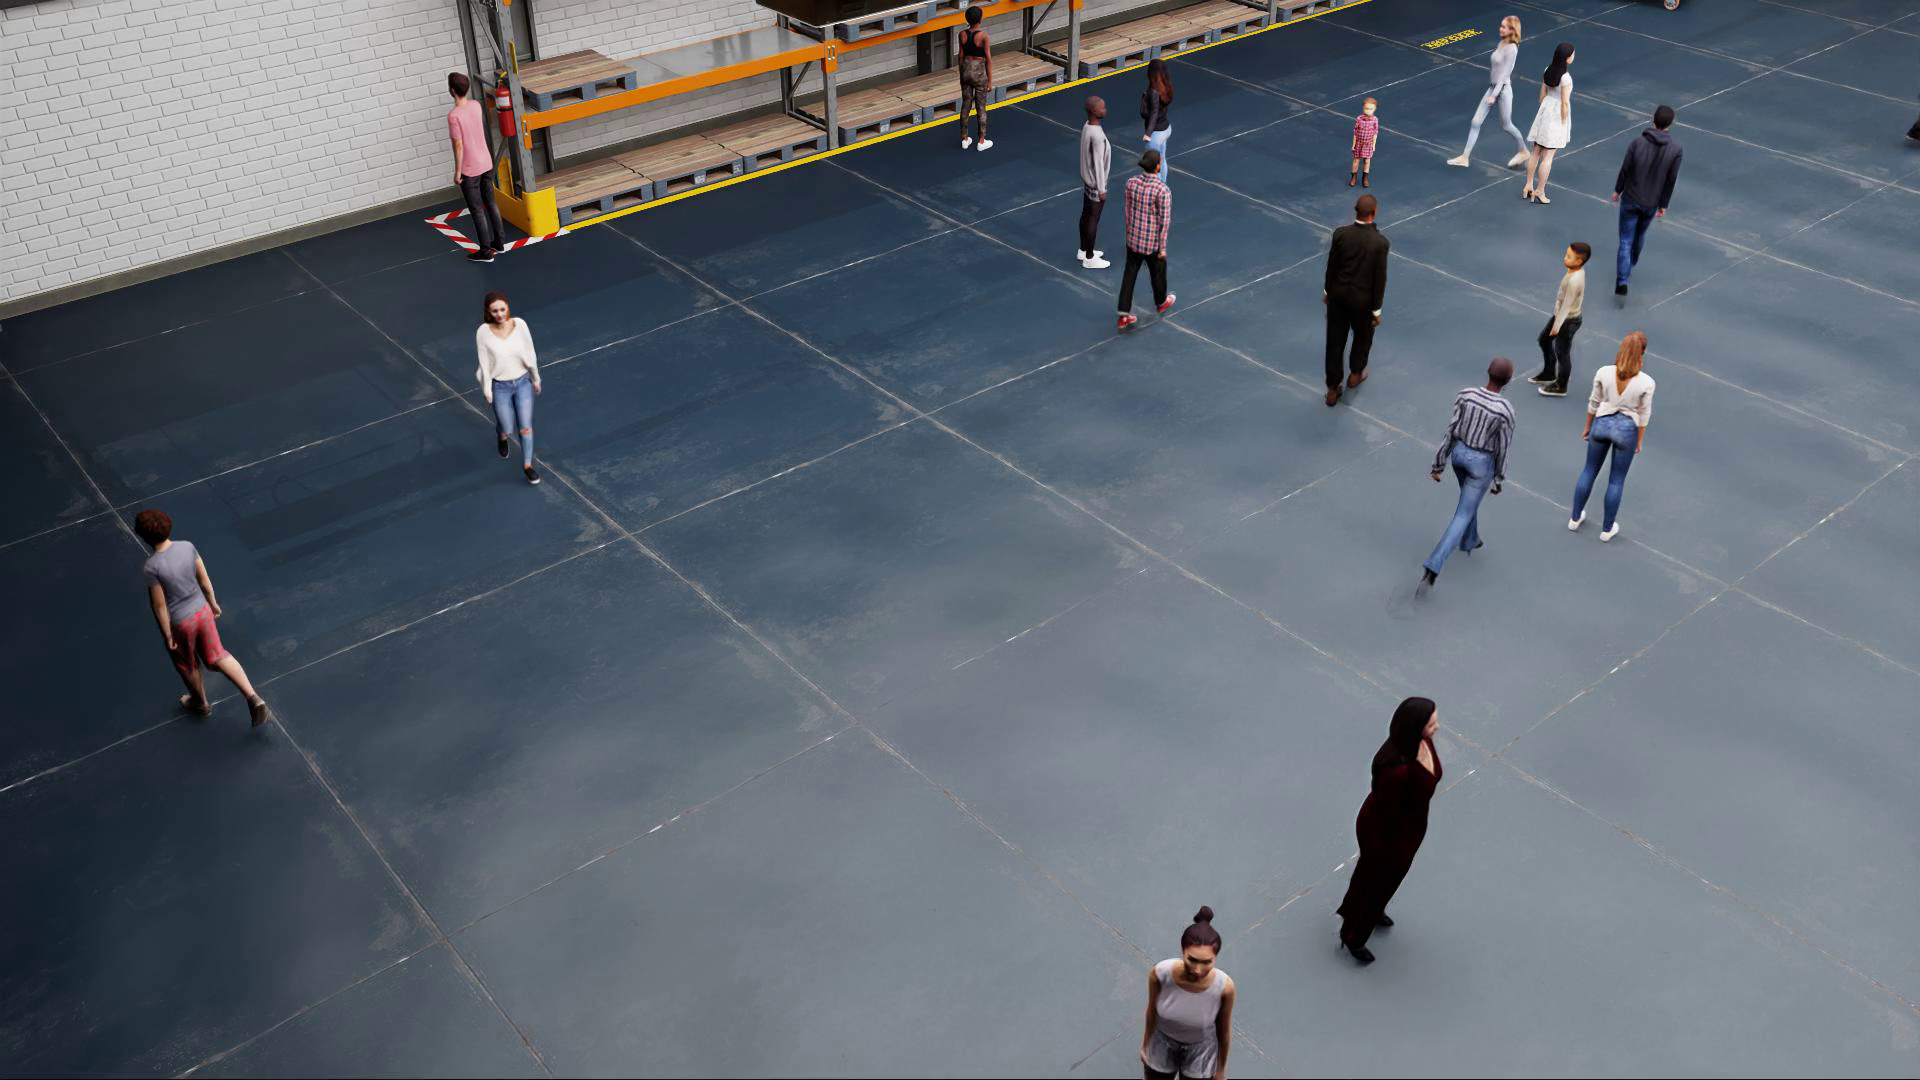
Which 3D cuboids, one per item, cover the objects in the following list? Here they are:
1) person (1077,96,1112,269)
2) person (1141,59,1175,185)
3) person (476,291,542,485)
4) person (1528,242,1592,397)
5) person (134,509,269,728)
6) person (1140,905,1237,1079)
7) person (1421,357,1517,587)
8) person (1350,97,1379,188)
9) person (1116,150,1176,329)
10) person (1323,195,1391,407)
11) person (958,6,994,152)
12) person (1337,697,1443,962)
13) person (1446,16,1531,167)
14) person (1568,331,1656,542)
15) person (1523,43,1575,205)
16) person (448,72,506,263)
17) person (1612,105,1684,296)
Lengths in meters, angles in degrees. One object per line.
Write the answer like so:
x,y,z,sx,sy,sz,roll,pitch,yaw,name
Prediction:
1.352,-3.658,16.956,0.701,1.772,0.695,-6,34,-9,person
2.173,-4.511,18.367,0.769,1.632,0.634,16,37,22,person
-3.651,-1.272,13.450,0.801,1.679,0.777,-17,37,-24,person
5.415,-1.936,14.654,0.731,1.454,0.652,8,34,12,person
-4.934,0.547,10.756,0.857,1.632,1.046,19,38,26,person
1.087,2.386,8.022,0.684,1.596,0.729,8,34,11,person
3.685,-0.452,12.159,1.171,1.743,0.708,-26,42,-34,person
4.621,-4.555,18.983,0.496,1.022,0.545,8,34,12,person
1.710,-2.804,15.722,0.864,1.717,1.149,23,40,31,person
3.374,-2.043,14.419,0.937,1.890,1.072,15,36,21,person
0.166,-5.505,19.800,0.657,1.699,0.654,14,36,20,person
2.354,1.557,9.125,0.809,1.756,0.673,18,38,25,person
6.300,-5.107,19.152,1.249,1.755,1.069,-2,34,-3,person
4.990,-0.800,12.702,0.650,1.722,0.591,23,40,30,person
6.532,-4.610,18.386,0.752,1.774,0.740,-11,35,-16,person
-4.969,-3.817,17.028,0.771,1.958,0.642,14,36,20,person
6.671,-3.280,16.316,1.135,1.851,1.279,7,34,10,person
